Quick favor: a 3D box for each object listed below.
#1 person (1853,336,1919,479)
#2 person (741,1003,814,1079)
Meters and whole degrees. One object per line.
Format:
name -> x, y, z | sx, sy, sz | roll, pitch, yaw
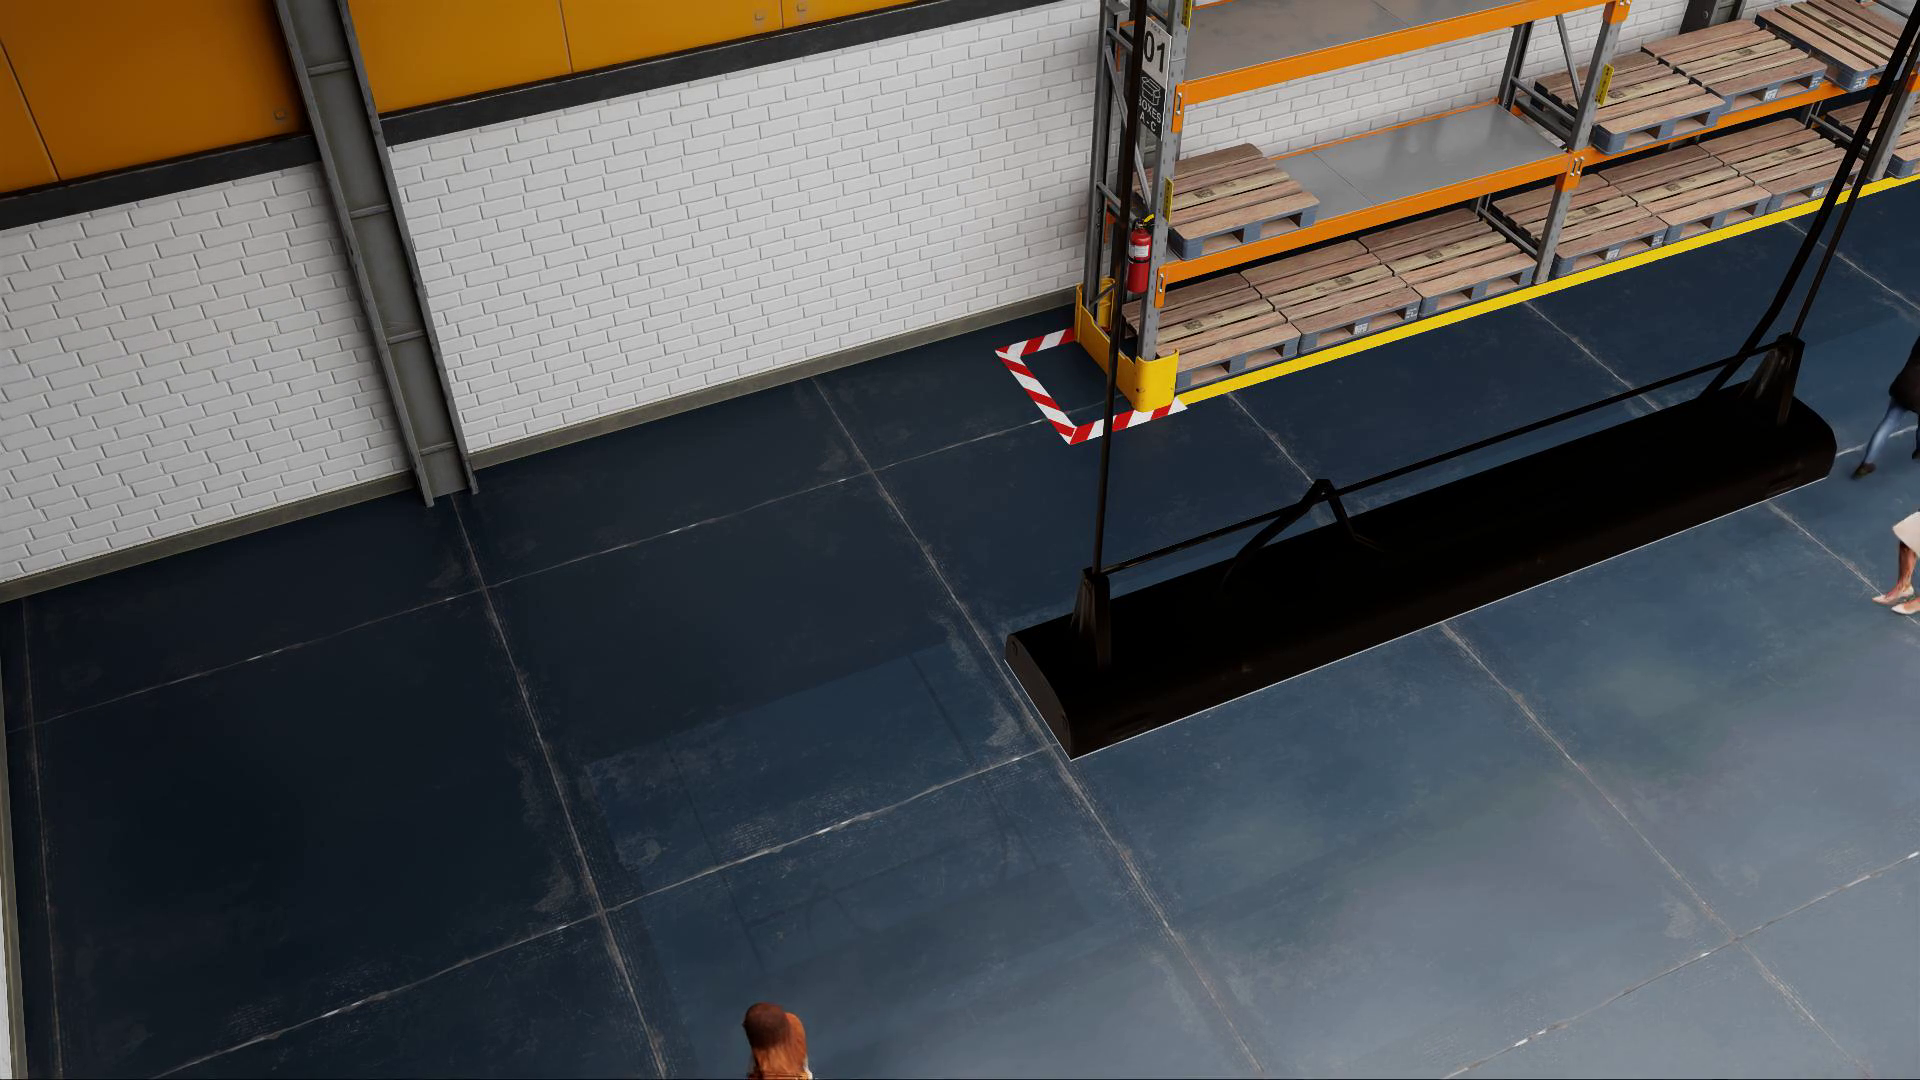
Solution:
person -> 7.022, -1.088, 12.226 | 1.050, 1.595, 0.731 | -26, 49, -25
person -> -0.752, 2.781, 8.108 | 1.172, 1.674, 0.969 | 2, 44, 2
